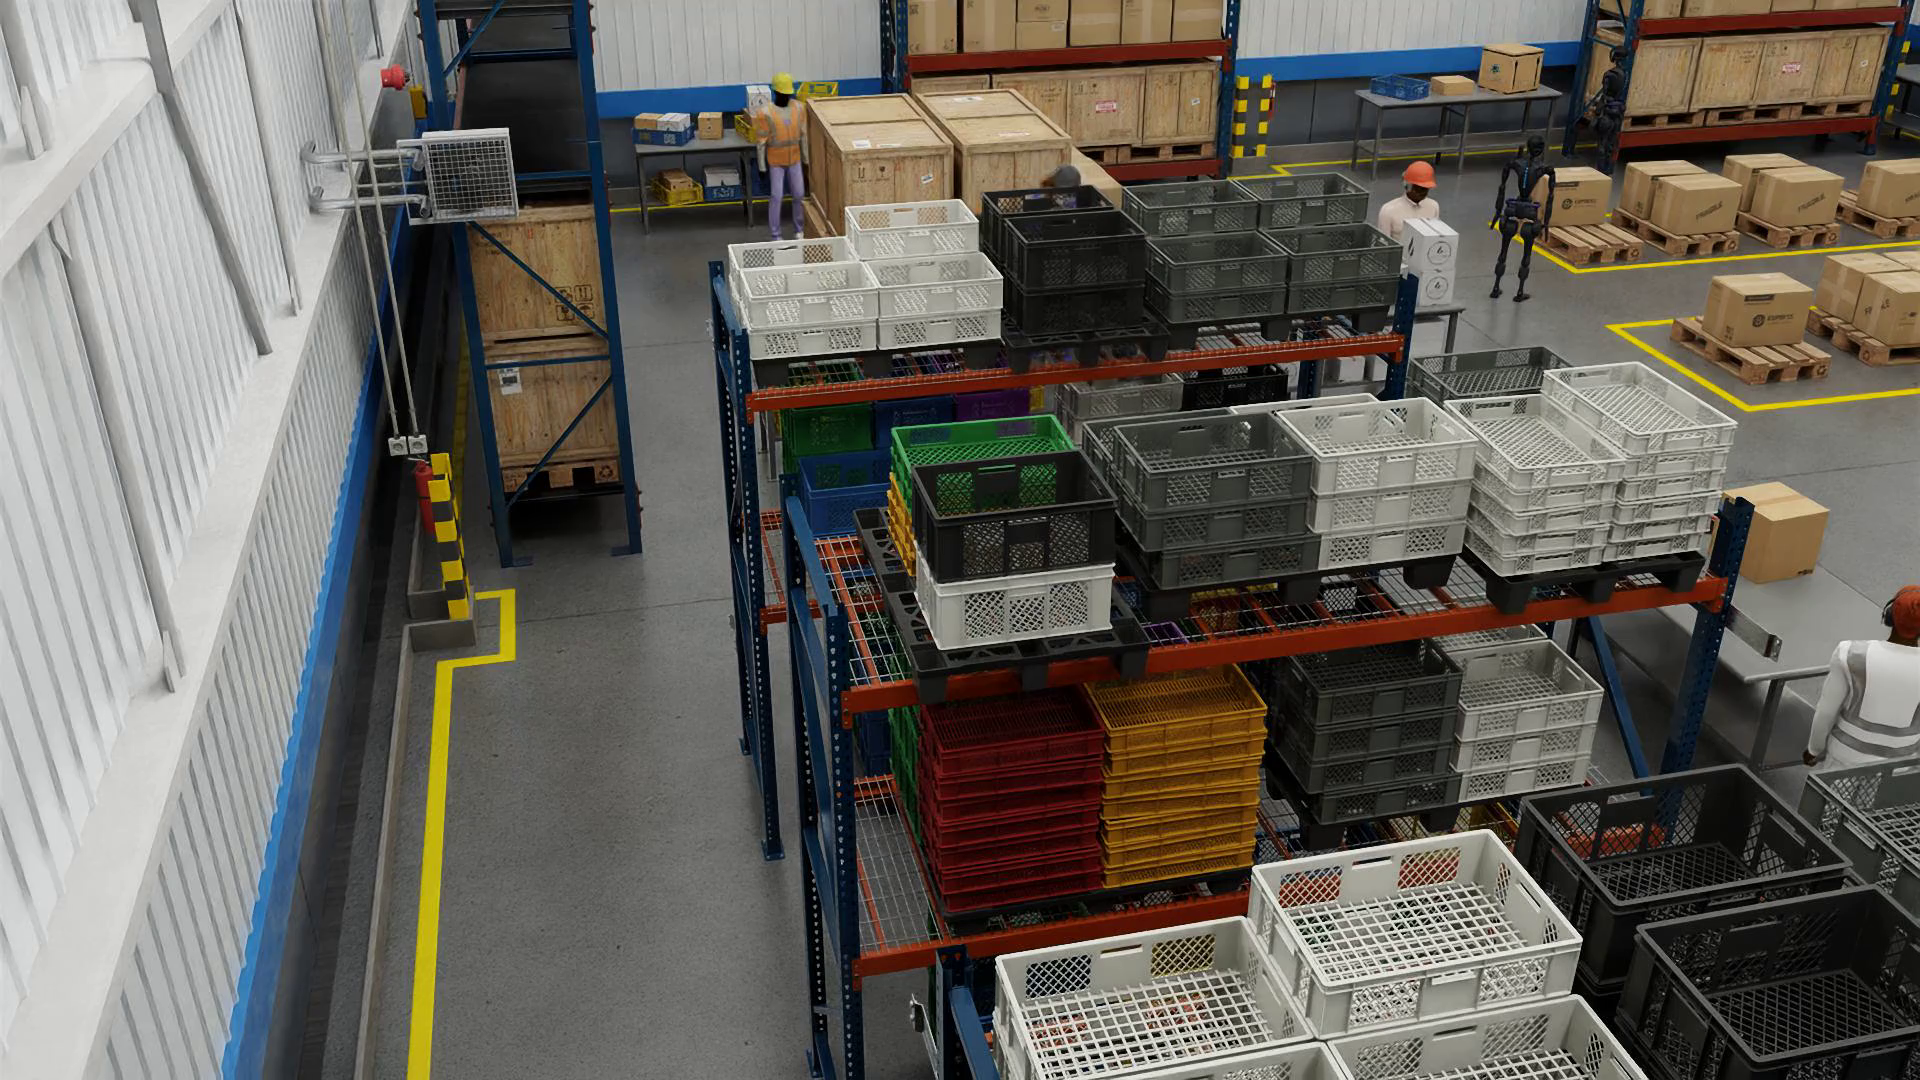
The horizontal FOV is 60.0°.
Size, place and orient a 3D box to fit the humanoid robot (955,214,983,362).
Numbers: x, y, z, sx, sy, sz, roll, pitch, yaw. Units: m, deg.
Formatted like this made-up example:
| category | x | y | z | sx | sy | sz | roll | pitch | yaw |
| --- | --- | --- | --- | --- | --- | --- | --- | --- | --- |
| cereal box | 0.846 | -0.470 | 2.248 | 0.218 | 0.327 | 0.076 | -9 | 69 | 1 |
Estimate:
| category | x | y | z | sx | sy | sz | roll | pitch | yaw |
| --- | --- | --- | --- | --- | --- | --- | --- | --- | --- |
| humanoid robot | 0.168 | -2.055 | 14.473 | 0.724 | 1.632 | 0.526 | -3 | 28 | -5 |

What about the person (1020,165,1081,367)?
| category | x | y | z | sx | sy | sz | roll | pitch | yaw |
| --- | --- | --- | --- | --- | --- | --- | --- | --- | --- |
| person | 0.793 | -2.379 | 14.662 | 0.755 | 2.000 | 0.558 | 13 | 31 | 24 |

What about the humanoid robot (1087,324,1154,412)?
| category | x | y | z | sx | sy | sz | roll | pitch | yaw |
| --- | --- | --- | --- | --- | --- | --- | --- | --- | --- |
| humanoid robot | 1.235 | -1.130 | 12.692 | 0.586 | 1.642 | 0.531 | 3 | 28 | 6 |

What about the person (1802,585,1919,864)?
| category | x | y | z | sx | sy | sz | roll | pitch | yaw |
| --- | --- | --- | --- | --- | --- | --- | --- | --- | --- |
| person | 4.534 | 1.068 | 8.290 | 0.582 | 1.882 | 0.350 | 11 | 30 | 20 |

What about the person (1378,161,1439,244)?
| category | x | y | z | sx | sy | sz | roll | pitch | yaw |
| --- | --- | --- | --- | --- | --- | --- | --- | --- | --- |
| person | 3.928 | -2.371 | 14.710 | 0.618 | 1.987 | 0.403 | -9 | 29 | -17 |

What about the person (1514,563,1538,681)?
| category | x | y | z | sx | sy | sz | roll | pitch | yaw |
| --- | --- | --- | --- | --- | --- | --- | --- | --- | --- |
| person | 3.449 | 0.150 | 10.175 | 0.374 | 1.751 | 0.514 | 1 | 28 | 2 |

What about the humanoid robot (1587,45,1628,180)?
| category | x | y | z | sx | sy | sz | roll | pitch | yaw |
| --- | --- | --- | --- | --- | --- | --- | --- | --- | --- |
| humanoid robot | 7.966 | -5.229 | 20.444 | 0.326 | 1.656 | 0.595 | 24 | 36 | 38 |

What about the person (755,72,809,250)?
| category | x | y | z | sx | sy | sz | roll | pitch | yaw |
| --- | --- | --- | --- | --- | --- | --- | --- | --- | --- |
| person | -1.918 | -4.135 | 18.130 | 0.622 | 1.917 | 0.407 | -18 | 33 | -31 |

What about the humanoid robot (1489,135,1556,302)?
| category | x | y | z | sx | sy | sz | roll | pitch | yaw |
| --- | --- | --- | --- | --- | --- | --- | --- | --- | --- |
| humanoid robot | 5.623 | -3.232 | 16.660 | 0.581 | 1.651 | 0.321 | 15 | 31 | 26 |
